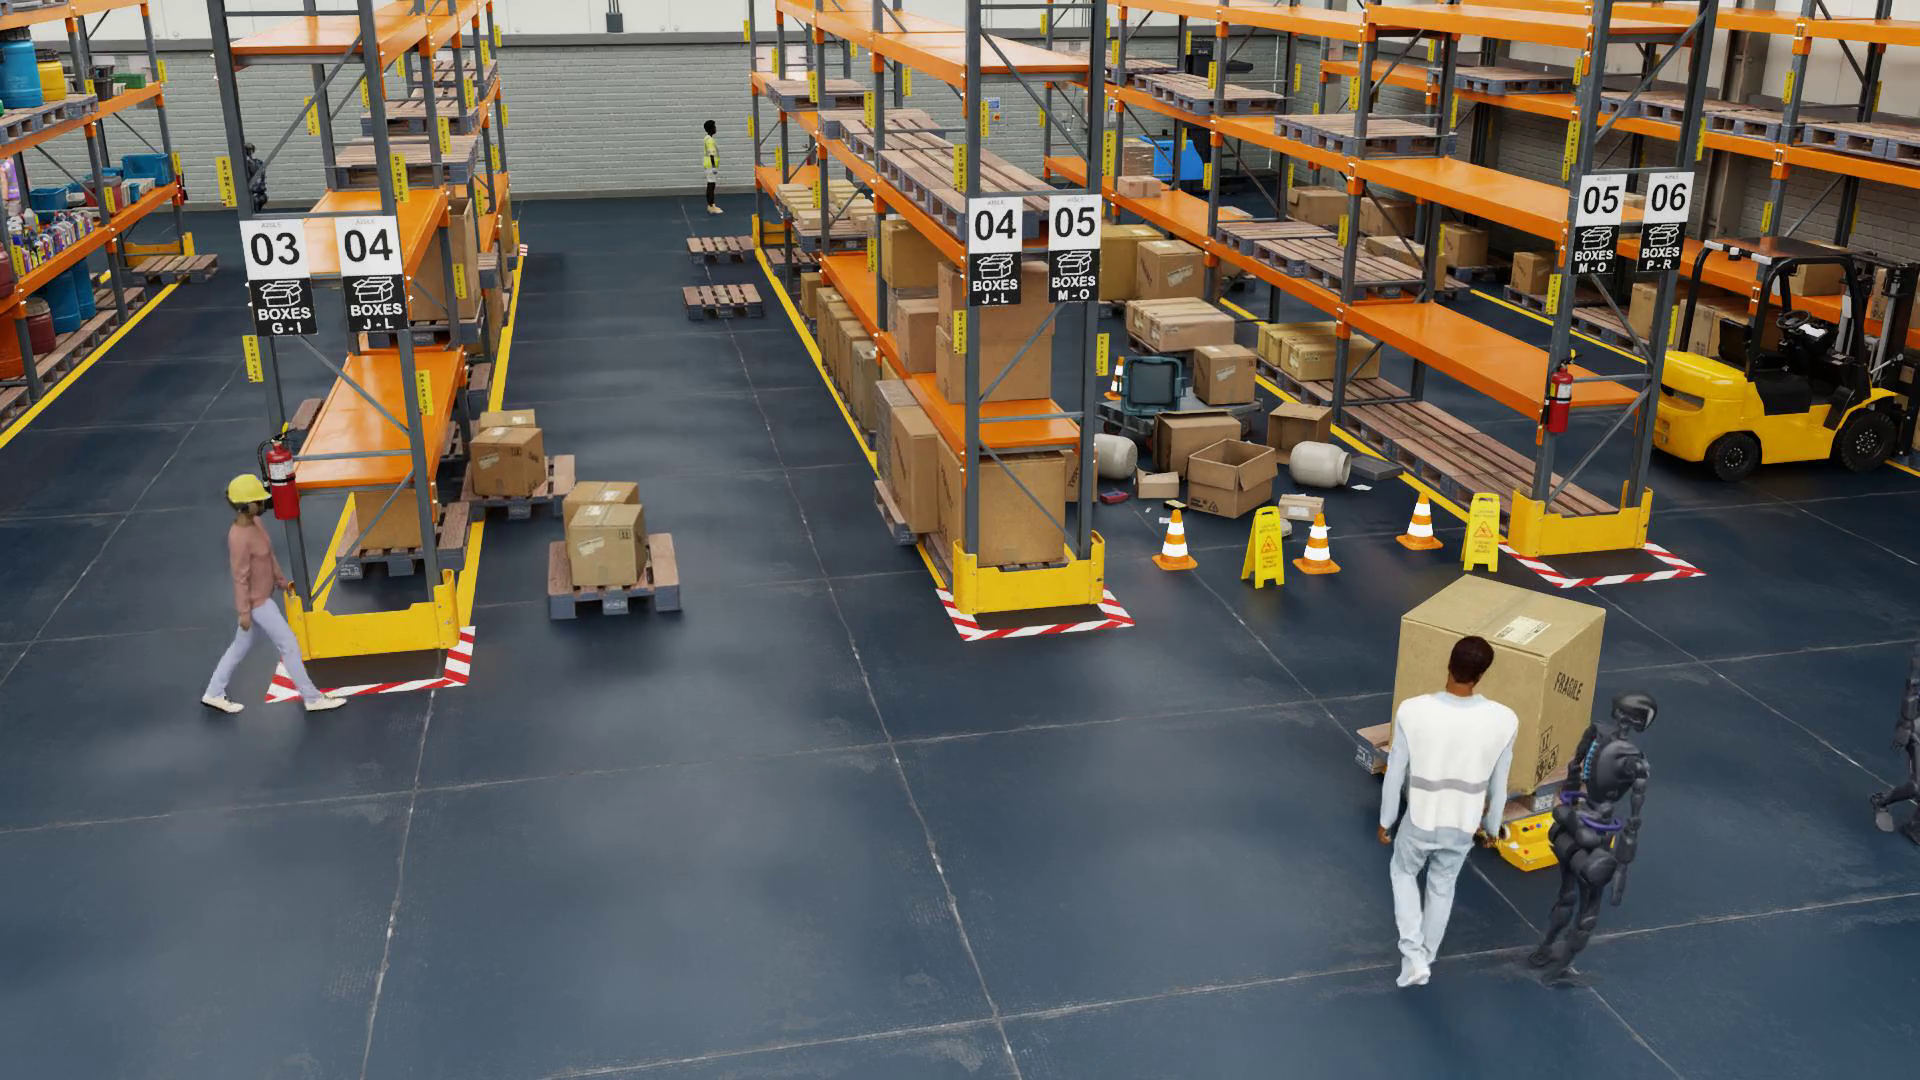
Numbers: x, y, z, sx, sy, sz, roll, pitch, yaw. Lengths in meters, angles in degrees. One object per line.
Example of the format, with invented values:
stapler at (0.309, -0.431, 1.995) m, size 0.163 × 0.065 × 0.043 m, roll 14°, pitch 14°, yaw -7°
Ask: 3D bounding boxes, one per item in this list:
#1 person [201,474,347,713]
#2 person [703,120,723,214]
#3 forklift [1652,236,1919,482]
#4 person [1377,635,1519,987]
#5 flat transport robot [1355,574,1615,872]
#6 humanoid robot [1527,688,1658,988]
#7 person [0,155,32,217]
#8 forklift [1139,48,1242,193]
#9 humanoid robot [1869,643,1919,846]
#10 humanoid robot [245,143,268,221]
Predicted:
person at (-4.724, 0.375, 11.100) m, size 0.916 × 1.718 × 0.523 m, roll -6°, pitch 21°, yaw -16°
person at (-4.581, -6.894, 30.714) m, size 0.318 × 1.696 × 0.535 m, roll -5°, pitch 21°, yaw -14°
forklift at (8.013, -1.814, 16.330) m, size 2.313 × 2.155 × 1.214 m, roll -4°, pitch 21°, yaw -12°
person at (2.376, 1.383, 8.174) m, size 0.612 × 1.880 × 0.476 m, roll 2°, pitch 20°, yaw 5°
flat transport robot at (3.179, 1.533, 10.075) m, size 0.659 × 0.231 × 1.431 m, roll -9°, pitch 22°, yaw -23°
humanoid robot at (3.134, 1.466, 8.245) m, size 0.367 × 1.635 × 0.616 m, roll -4°, pitch 21°, yaw -9°
person at (-15.371, -5.565, 27.153) m, size 0.352 × 1.688 × 0.489 m, roll 11°, pitch 23°, yaw 27°
forklift at (4.566, -8.313, 32.860) m, size 1.873 × 2.768 × 1.129 m, roll -4°, pitch 21°, yaw -12°
humanoid robot at (5.608, 0.983, 9.544) m, size 0.600 × 1.644 × 0.410 m, roll -4°, pitch 21°, yaw -10°
humanoid robot at (-11.889, -5.824, 27.934) m, size 0.774 × 1.628 × 0.605 m, roll 7°, pitch 21°, yaw 18°
